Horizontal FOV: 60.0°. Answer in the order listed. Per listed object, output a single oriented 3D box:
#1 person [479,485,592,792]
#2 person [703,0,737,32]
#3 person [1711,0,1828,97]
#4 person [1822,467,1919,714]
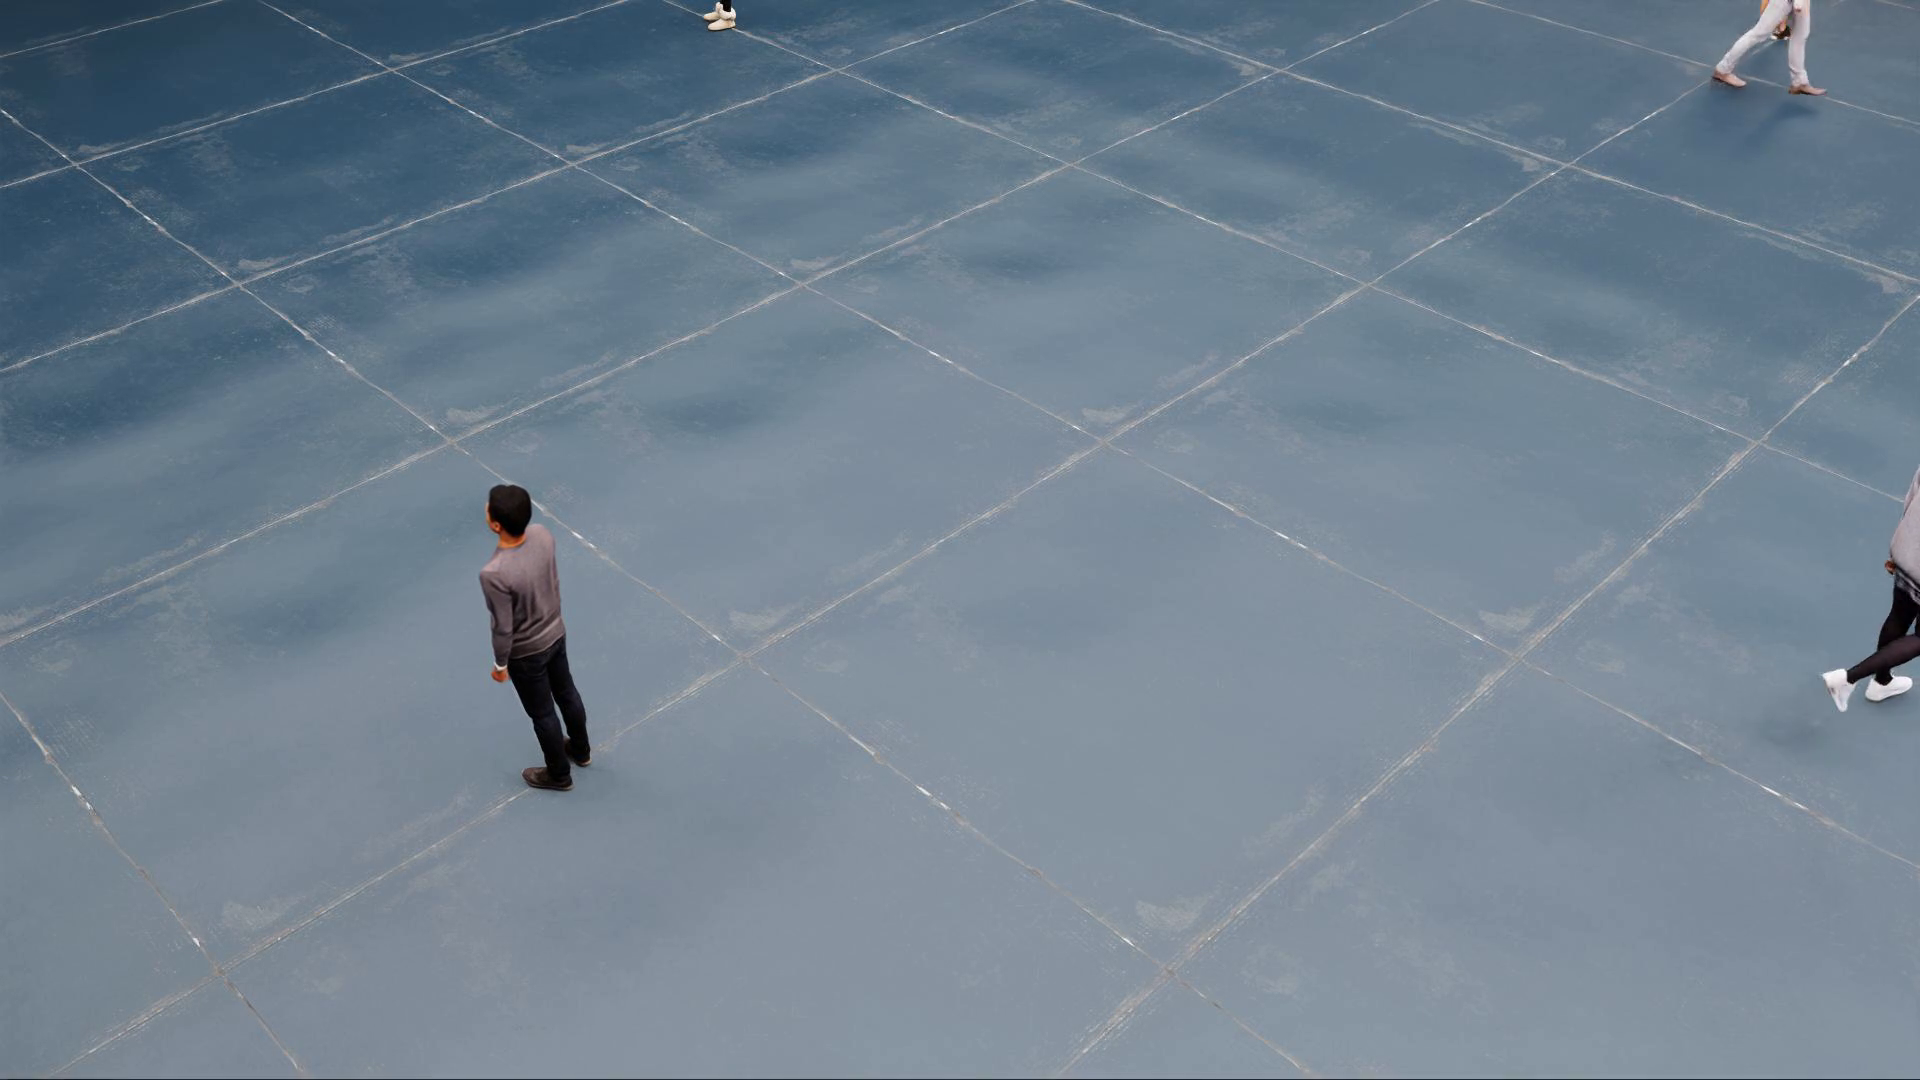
[{"bbox_3d":[-2.015,0.474,7.882,0.590,1.768,0.766,-16,40,-20],"label":"person"},{"bbox_3d":[-2.401,-5.872,16.320,0.703,1.658,0.681,-7,38,-9],"label":"person"},{"bbox_3d":[7.319,-4.885,14.866,0.963,1.846,1.232,18,41,22],"label":"person"},{"bbox_3d":[4.754,0.177,8.278,1.046,1.762,0.879,-12,39,-15],"label":"person"}]
